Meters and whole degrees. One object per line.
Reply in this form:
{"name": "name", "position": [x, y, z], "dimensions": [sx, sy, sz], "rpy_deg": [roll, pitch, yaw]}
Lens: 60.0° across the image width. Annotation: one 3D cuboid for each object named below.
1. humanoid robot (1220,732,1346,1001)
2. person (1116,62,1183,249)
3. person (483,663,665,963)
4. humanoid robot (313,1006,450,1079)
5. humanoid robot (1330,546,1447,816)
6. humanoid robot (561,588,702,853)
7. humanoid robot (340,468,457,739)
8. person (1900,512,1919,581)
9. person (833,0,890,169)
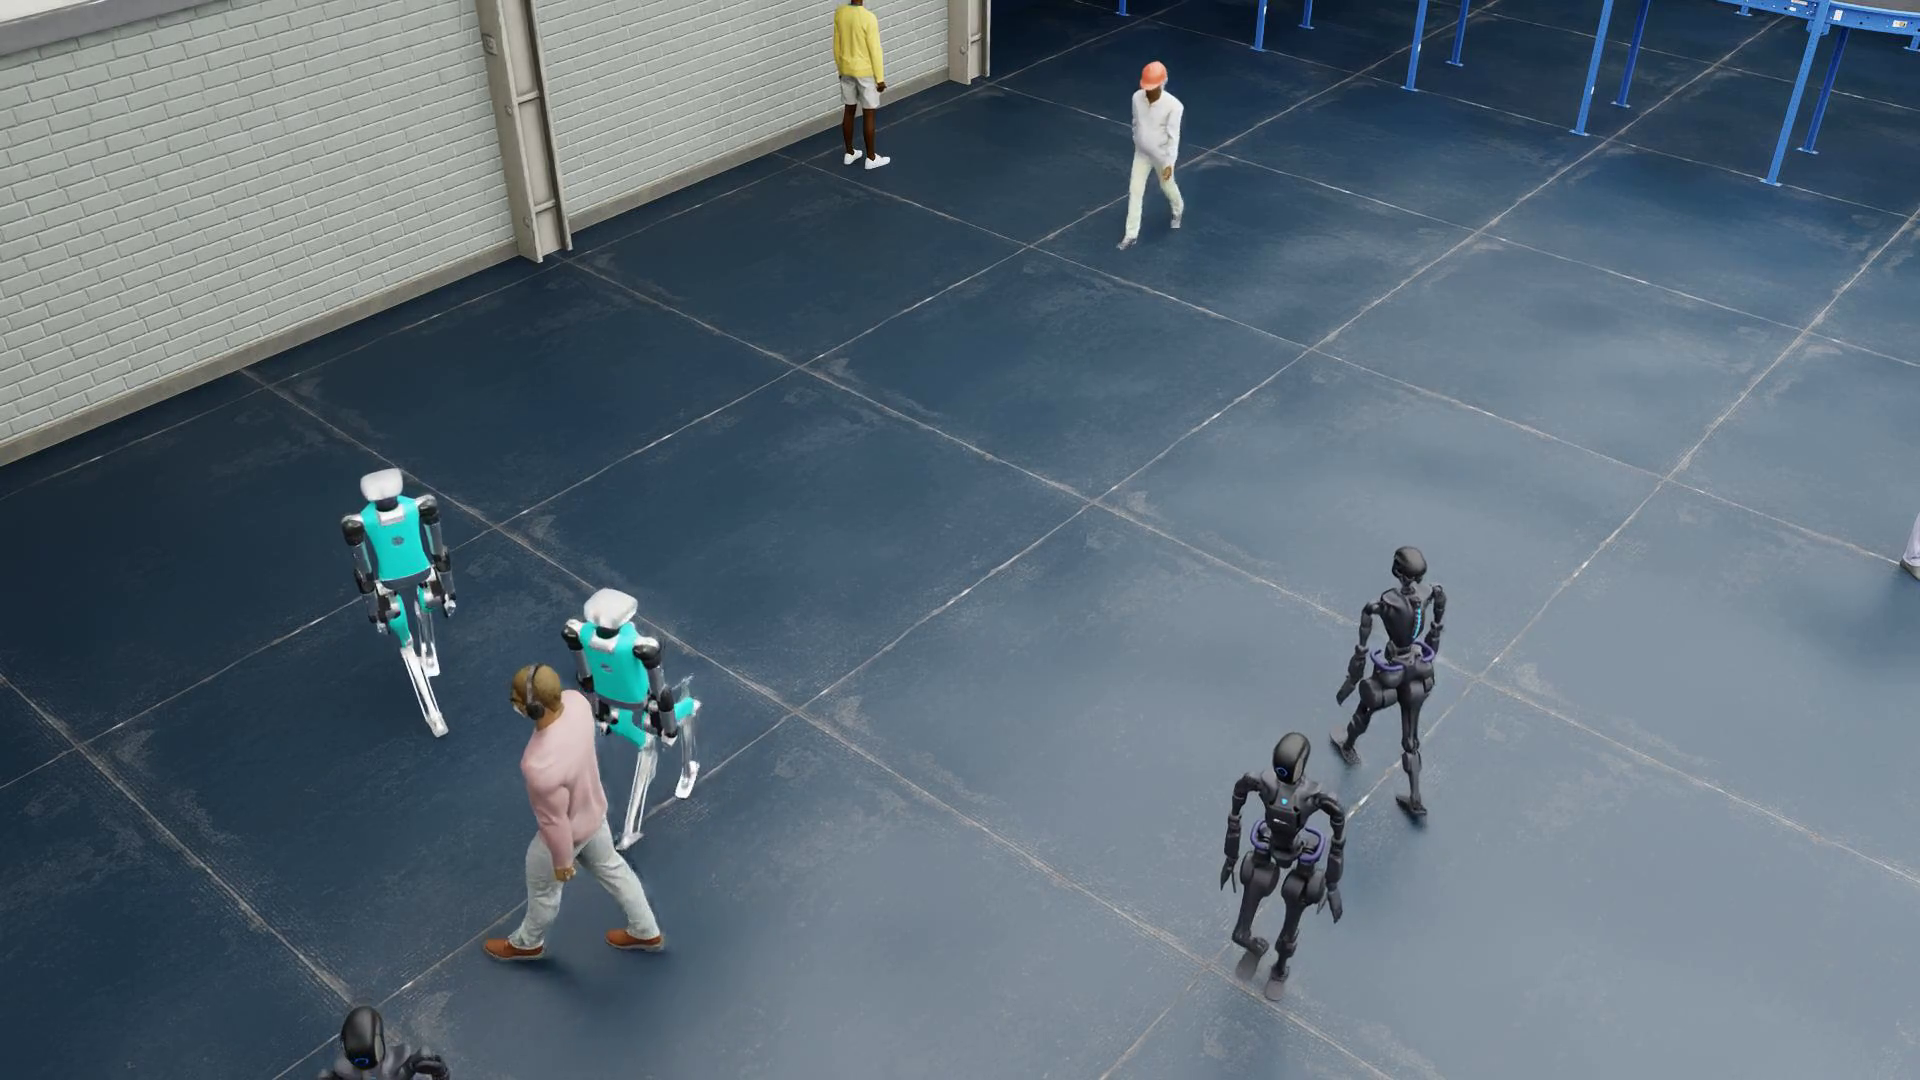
{"name": "humanoid robot", "position": [1.549, 1.583, 7.950], "dimensions": [0.611, 1.652, 0.336], "rpy_deg": [14, 38, 19]}
{"name": "person", "position": [1.806, -3.552, 15.137], "dimensions": [0.565, 1.711, 0.867], "rpy_deg": [26, 43, 31]}
{"name": "person", "position": [-1.956, 1.347, 8.102], "dimensions": [0.916, 1.890, 0.642], "rpy_deg": [5, 36, 7]}
{"name": "humanoid robot", "position": [-2.276, 2.469, 6.728], "dimensions": [0.590, 1.626, 0.731], "rpy_deg": [-11, 37, -15]}
{"name": "humanoid robot", "position": [2.407, 0.741, 9.181], "dimensions": [0.599, 1.630, 0.819], "rpy_deg": [-12, 37, -16]}
{"name": "humanoid robot", "position": [-1.663, 0.830, 8.967], "dimensions": [0.539, 1.738, 1.012], "rpy_deg": [11, 37, 15]}
{"name": "humanoid robot", "position": [-3.285, 0.248, 9.814], "dimensions": [0.538, 1.781, 1.002], "rpy_deg": [-16, 39, -21]}
{"name": "person", "position": [6.588, -0.574, 10.834], "dimensions": [0.563, 1.845, 0.390], "rpy_deg": [-22, 41, -28]}
{"name": "person", "position": [-0.992, -4.624, 16.476], "dimensions": [0.555, 1.898, 0.370], "rpy_deg": [21, 40, 26]}
